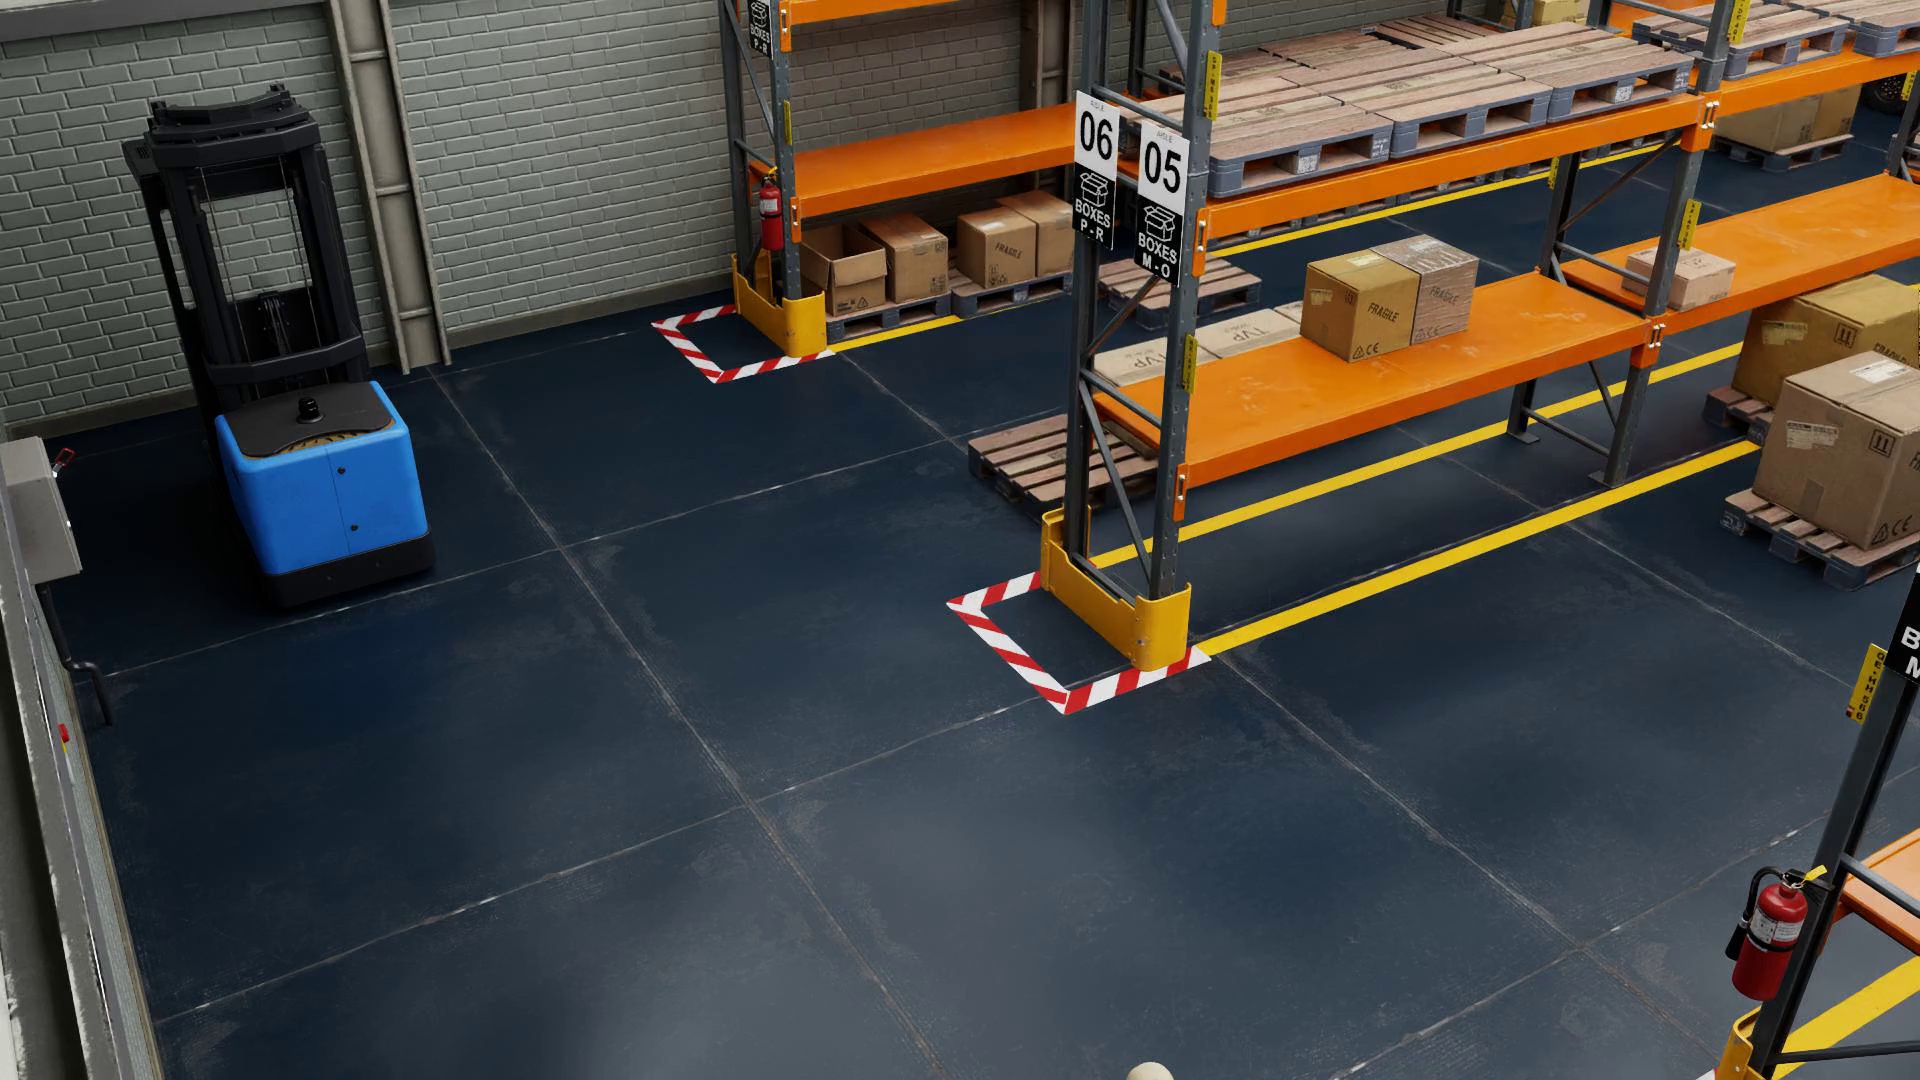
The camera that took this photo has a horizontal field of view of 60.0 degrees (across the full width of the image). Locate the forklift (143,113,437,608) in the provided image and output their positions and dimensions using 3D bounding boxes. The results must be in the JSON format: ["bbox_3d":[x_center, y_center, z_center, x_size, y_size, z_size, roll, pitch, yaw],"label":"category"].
[{"bbox_3d":[-4.289,-1.259,10.509,1.129,2.768,1.873,-17,36,-26],"label":"forklift"}]

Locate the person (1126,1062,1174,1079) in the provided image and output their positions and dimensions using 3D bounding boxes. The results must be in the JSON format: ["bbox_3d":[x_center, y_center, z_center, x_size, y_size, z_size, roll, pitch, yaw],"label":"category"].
[{"bbox_3d":[0.580,2.397,5.610,0.594,1.800,0.394,-19,37,-28],"label":"person"}]

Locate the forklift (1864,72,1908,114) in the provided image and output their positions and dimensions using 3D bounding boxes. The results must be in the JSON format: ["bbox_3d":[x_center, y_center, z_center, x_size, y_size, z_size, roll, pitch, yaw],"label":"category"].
[{"bbox_3d":[11.468,-5.645,18.244,1.214,2.155,2.313,-17,36,-26],"label":"forklift"}]
